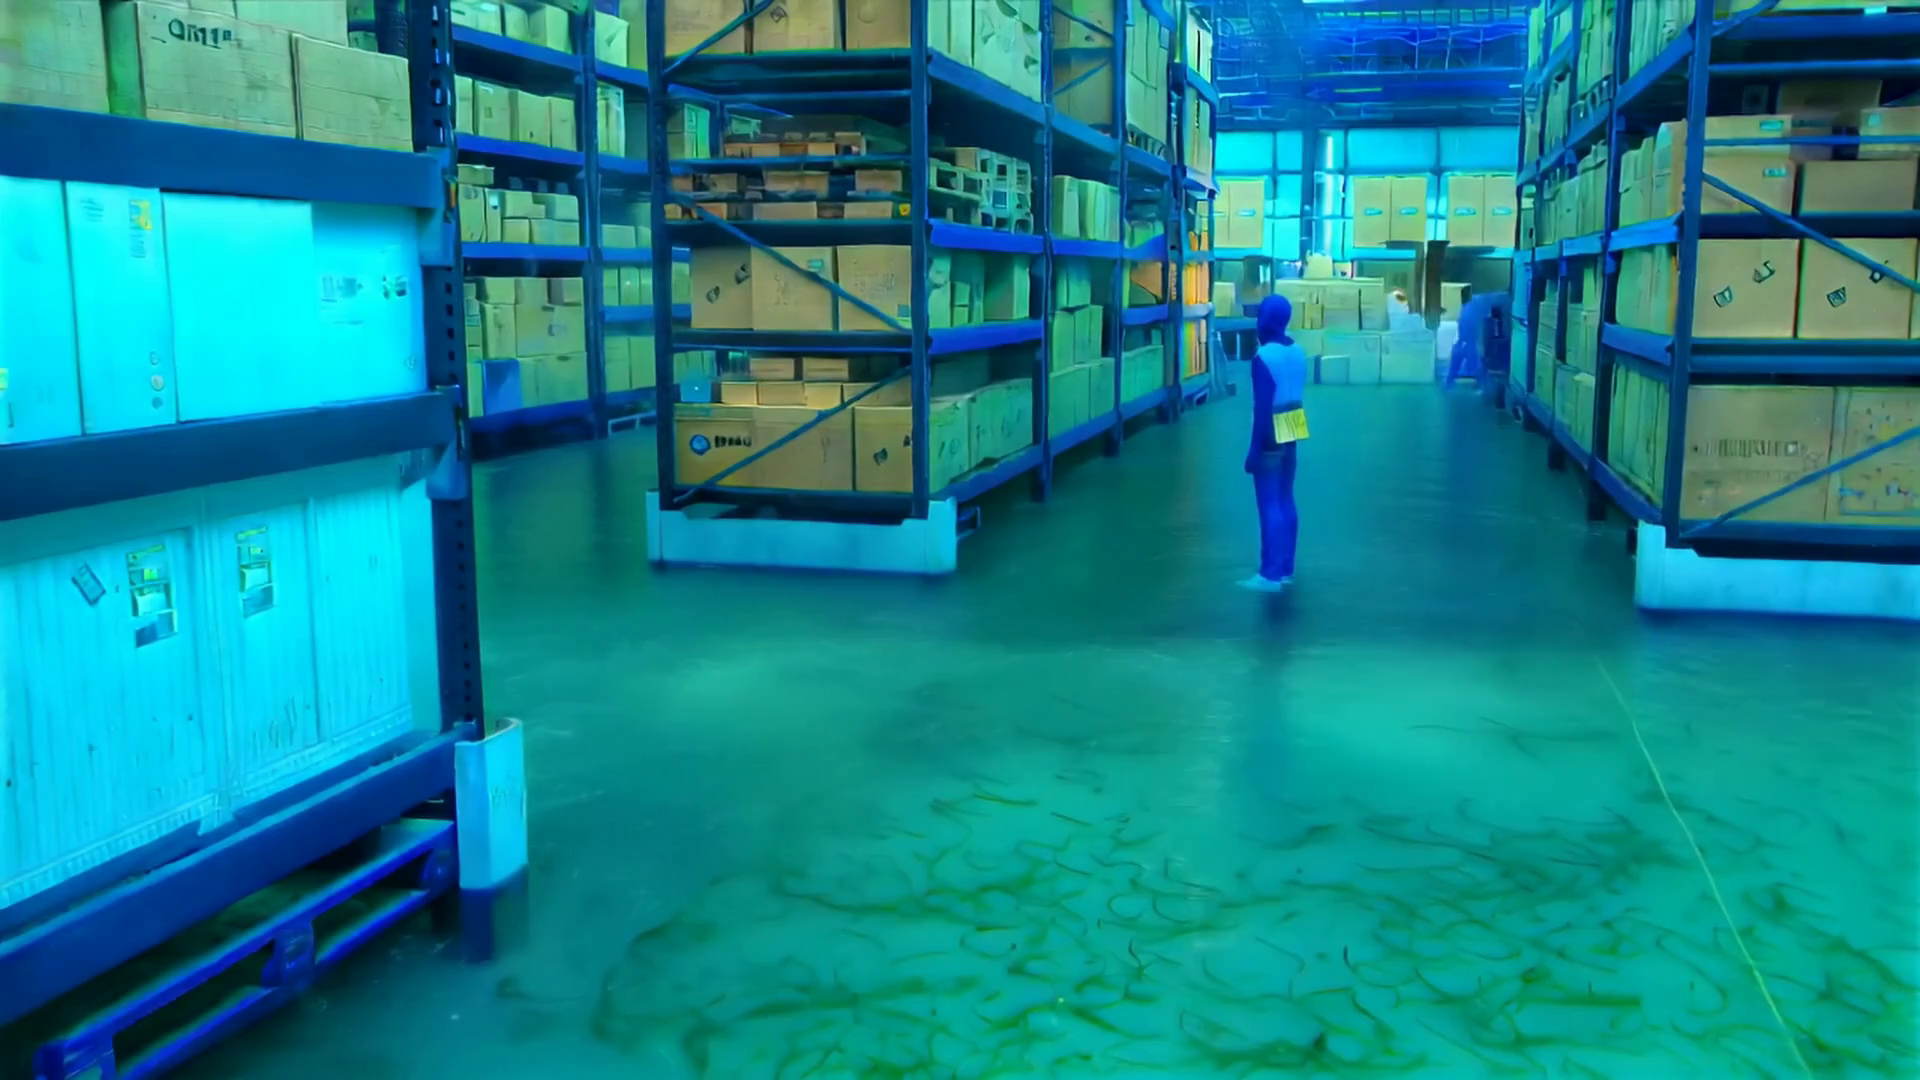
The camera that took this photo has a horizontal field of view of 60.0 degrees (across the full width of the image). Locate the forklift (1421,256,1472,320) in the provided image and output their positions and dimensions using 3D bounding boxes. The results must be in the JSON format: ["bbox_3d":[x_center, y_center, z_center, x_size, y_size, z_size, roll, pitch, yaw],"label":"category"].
[{"bbox_3d":[12.724,-6.180,43.035,1.129,2.768,1.873,-3,9,-19],"label":"forklift"}]

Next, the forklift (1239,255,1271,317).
[{"bbox_3d":[10.342,-8.540,58.027,1.129,2.768,1.873,2,9,15],"label":"forklift"}]

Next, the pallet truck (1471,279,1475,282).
[{"bbox_3d":[18.896,-8.459,60.307,1.885,1.965,0.823,5,10,31],"label":"pallet truck"}]

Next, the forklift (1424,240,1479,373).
[{"bbox_3d":[10.071,-4.973,35.365,1.873,2.768,1.129,2,9,14],"label":"forklift"}]

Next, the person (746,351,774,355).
[{"bbox_3d":[-2.738,-2.488,22.527,0.727,1.941,0.477,9,12,44],"label":"person"}]

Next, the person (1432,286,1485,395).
[{"bbox_3d":[8.761,-3.431,28.729,1.009,1.893,0.647,4,10,22],"label":"person"}]

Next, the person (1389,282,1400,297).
[{"bbox_3d":[14.451,-7.615,55.240,0.927,1.910,0.634,-3,9,-16],"label":"person"}]

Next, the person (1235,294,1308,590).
[{"bbox_3d":[2.051,-0.630,10.825,0.390,1.919,0.591,6,11,34],"label":"person"}]

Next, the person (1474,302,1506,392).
[{"bbox_3d":[9.397,-3.359,29.101,0.523,1.617,0.674,-7,11,-36],"label":"person"}]

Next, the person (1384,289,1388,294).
[{"bbox_3d":[16.228,-8.771,63.455,0.623,1.621,0.522,-7,11,-36],"label":"person"}]
